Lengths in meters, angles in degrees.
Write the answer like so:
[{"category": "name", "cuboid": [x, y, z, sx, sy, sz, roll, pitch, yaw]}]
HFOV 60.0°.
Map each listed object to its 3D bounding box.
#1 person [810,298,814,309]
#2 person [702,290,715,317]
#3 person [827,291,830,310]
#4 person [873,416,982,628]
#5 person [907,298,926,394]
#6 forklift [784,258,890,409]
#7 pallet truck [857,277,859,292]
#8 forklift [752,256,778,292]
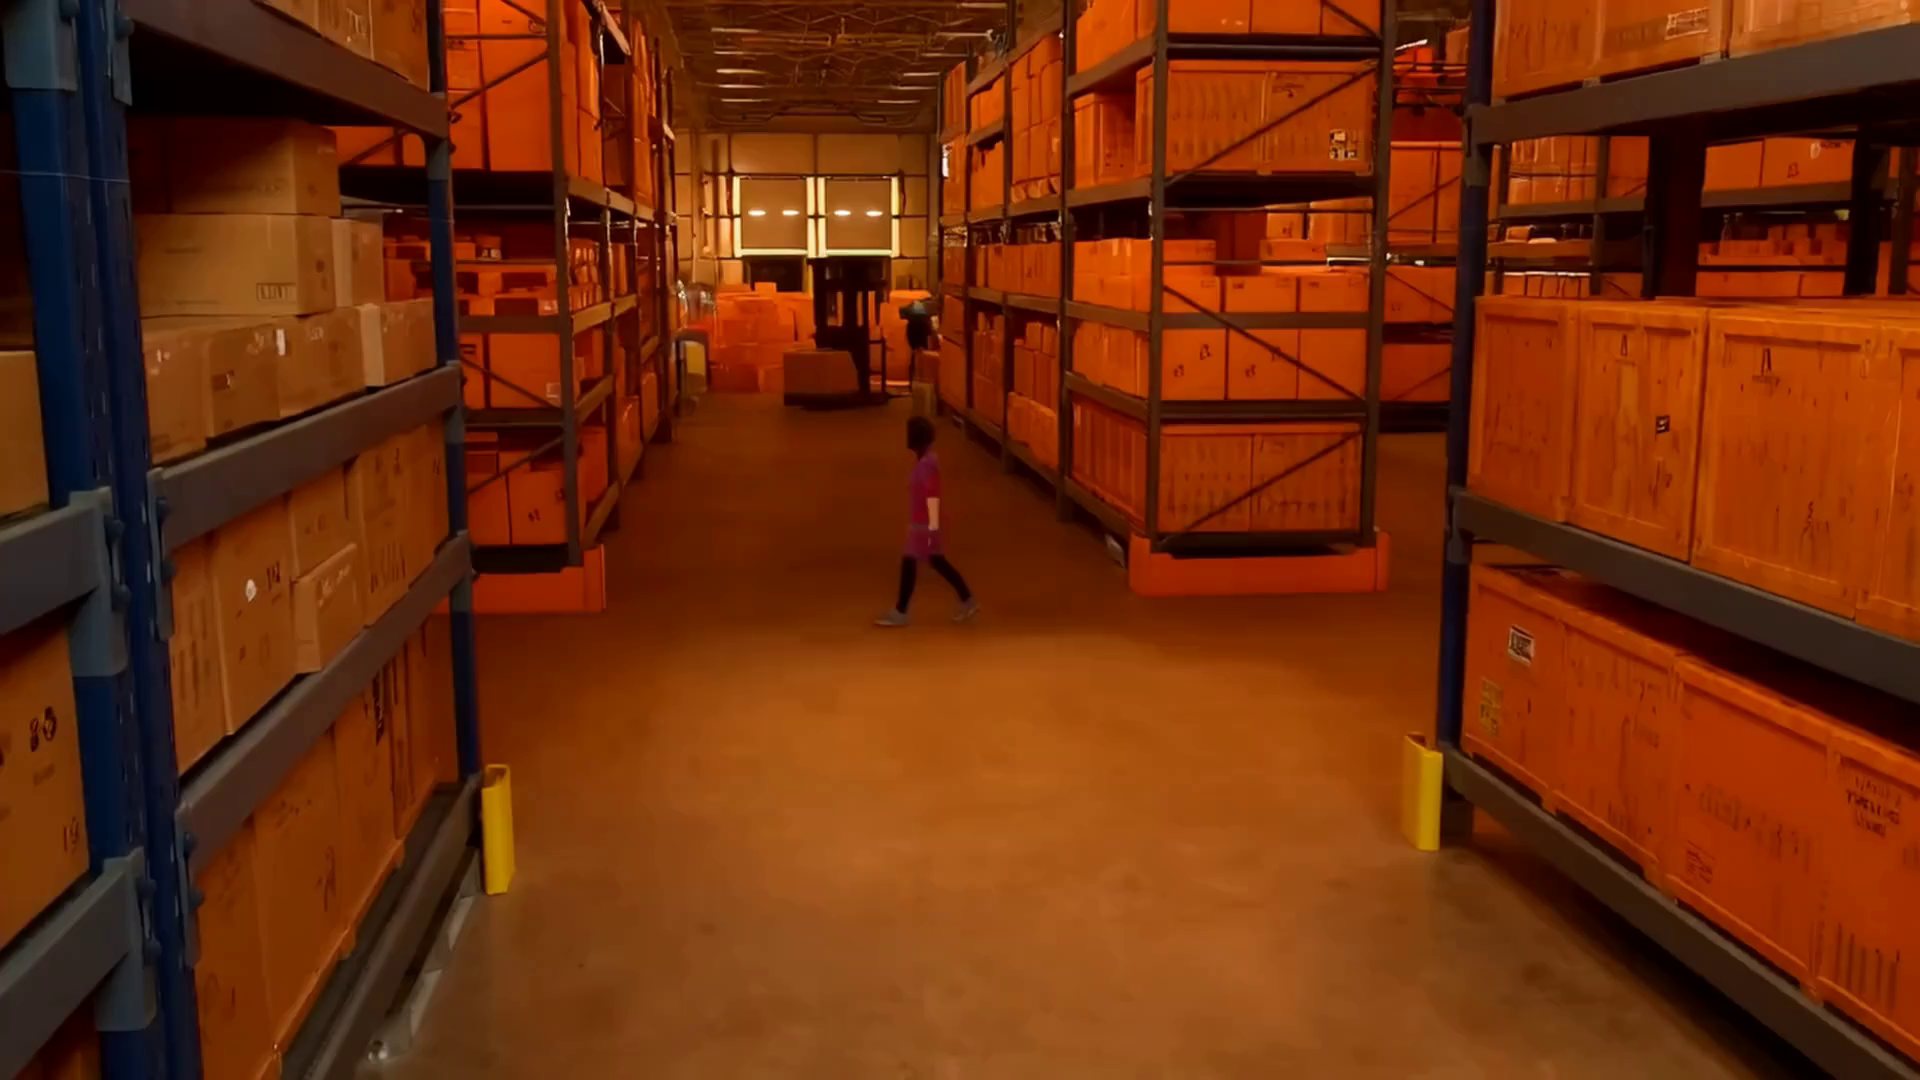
[{"category": "person", "cuboid": [-3.532, -5.010, 40.756, 0.429, 1.844, 0.625, -5, 11, -29]}, {"category": "person", "cuboid": [-6.849, -5.933, 45.919, 0.644, 1.915, 0.636, -2, 10, -10]}, {"category": "person", "cuboid": [-5.314, -9.227, 65.054, 0.595, 1.925, 0.371, 6, 11, 32]}, {"category": "person", "cuboid": [-0.229, -0.145, 12.967, 0.853, 1.663, 0.539, -1, 10, -8]}, {"category": "person", "cuboid": [-0.878, -3.990, 34.365, 0.383, 1.993, 0.622, -5, 11, -29]}, {"category": "forklift", "cuboid": [-2.374, -3.946, 31.538, 1.129, 2.768, 1.873, 8, 12, 37]}, {"category": "pallet truck", "cuboid": [-3.782, -9.391, 65.808, 1.885, 1.965, 0.823, 2, 10, 10]}, {"category": "forklift", "cuboid": [-7.180, -9.094, 61.510, 1.129, 2.768, 1.873, -6, 12, -33]}]
